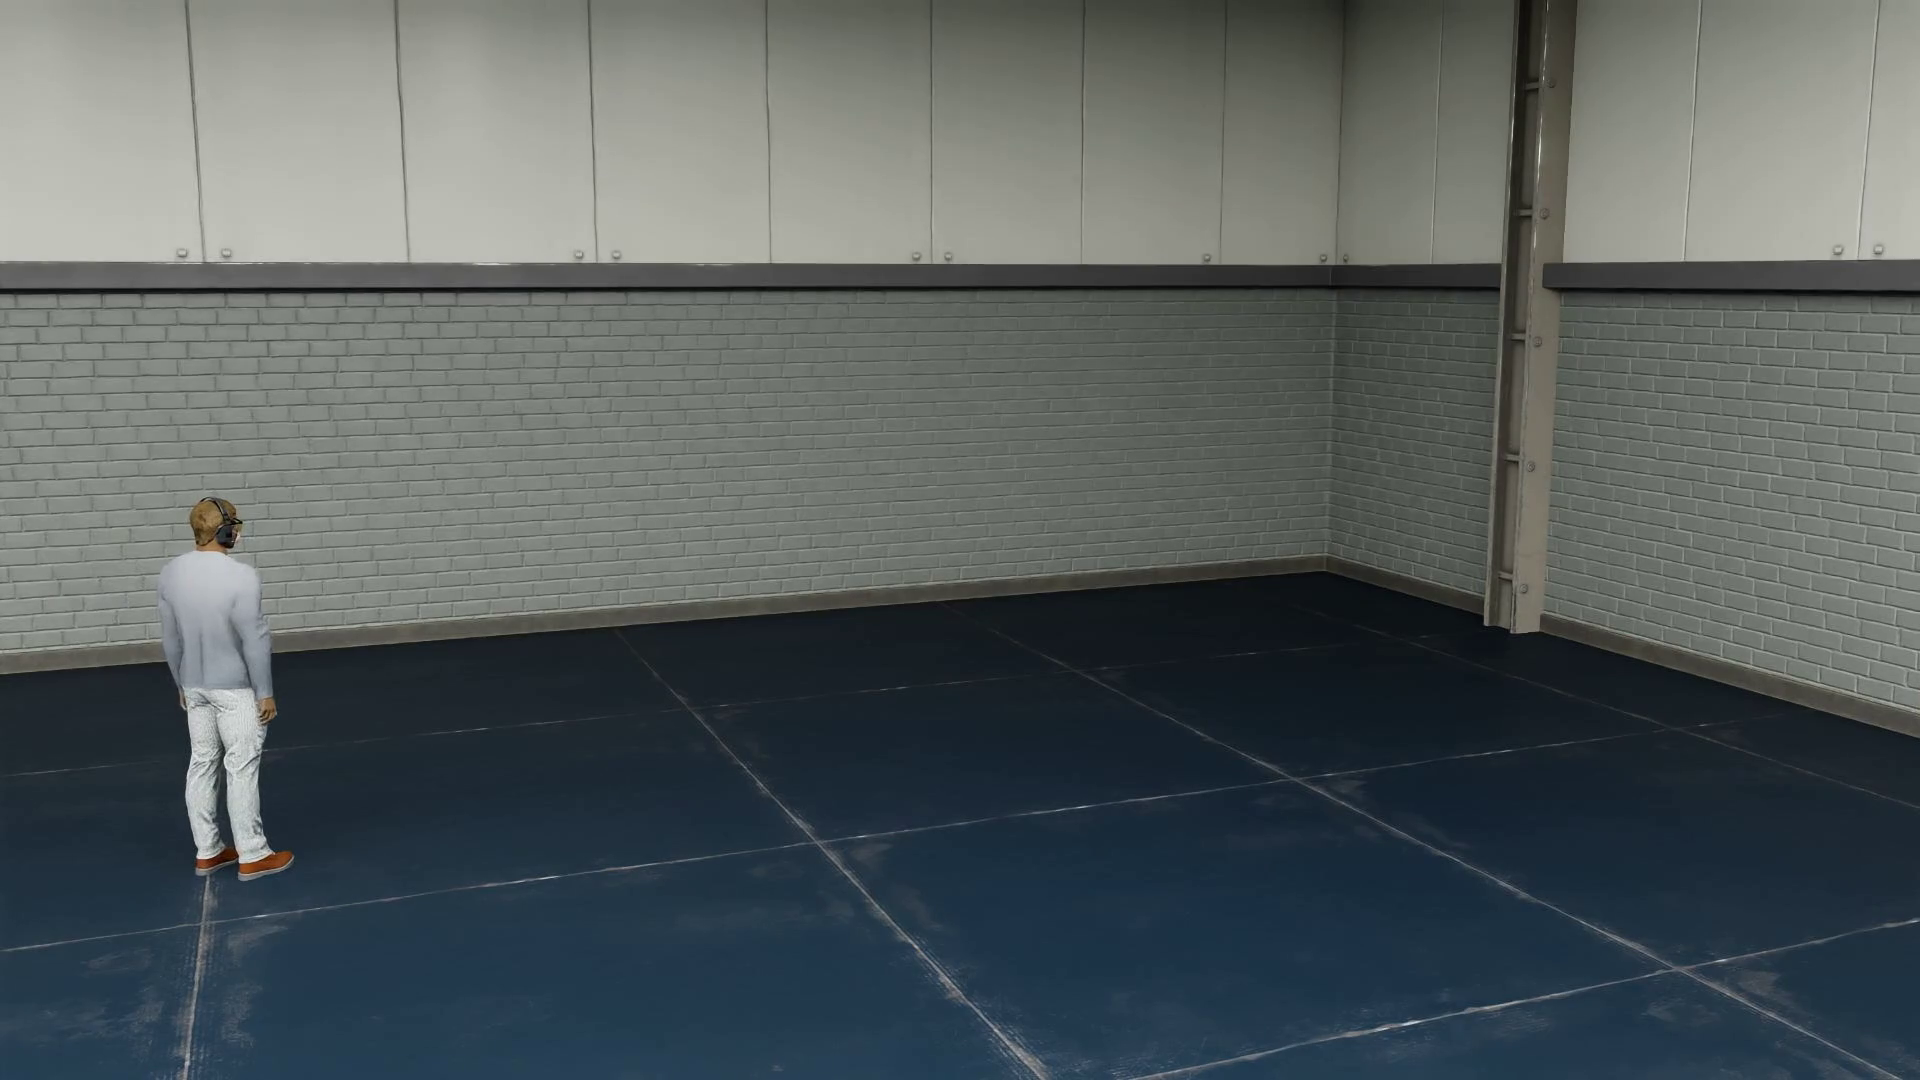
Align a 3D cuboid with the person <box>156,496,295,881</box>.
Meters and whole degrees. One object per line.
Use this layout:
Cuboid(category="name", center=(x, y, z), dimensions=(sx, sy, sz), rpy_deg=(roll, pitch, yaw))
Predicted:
Cuboid(category="person", center=(-3.702, 0.745, 8.360), dimensions=(0.627, 1.940, 0.372), rpy_deg=(3, 10, 20))
